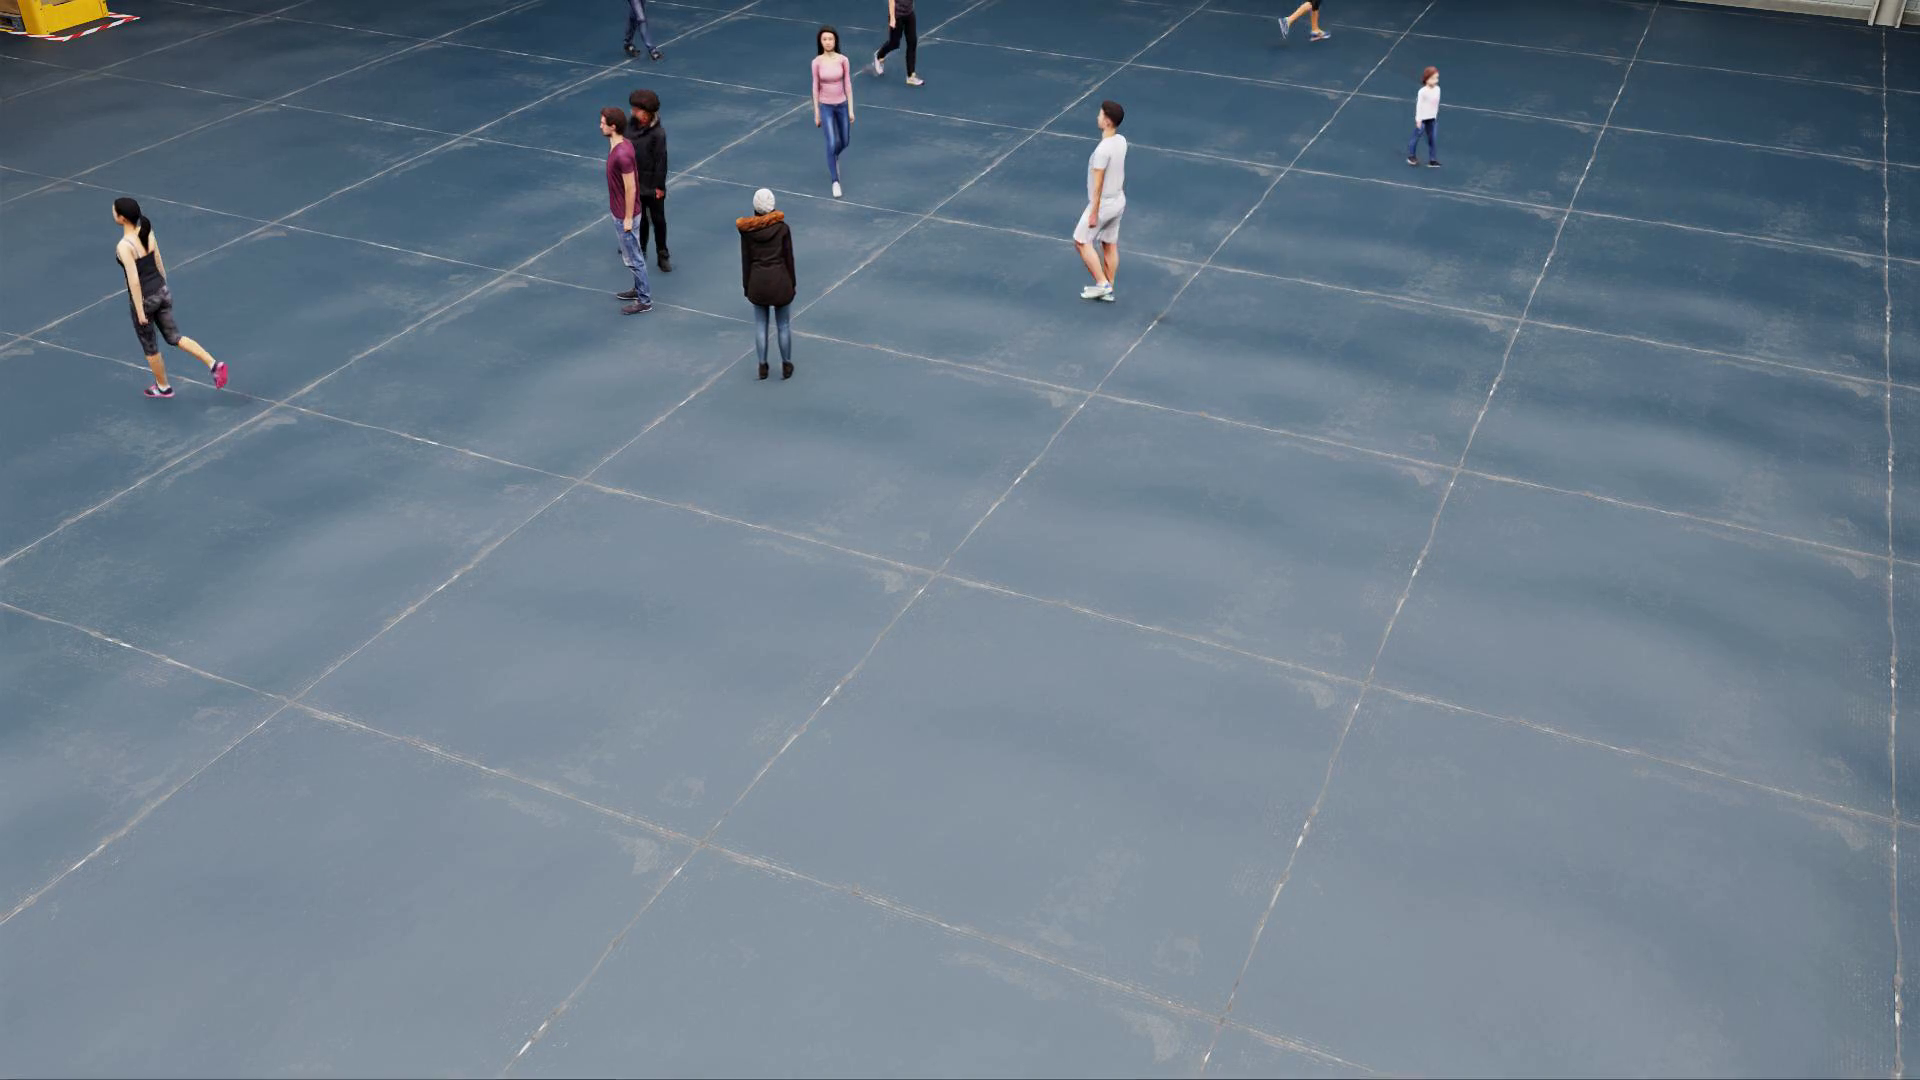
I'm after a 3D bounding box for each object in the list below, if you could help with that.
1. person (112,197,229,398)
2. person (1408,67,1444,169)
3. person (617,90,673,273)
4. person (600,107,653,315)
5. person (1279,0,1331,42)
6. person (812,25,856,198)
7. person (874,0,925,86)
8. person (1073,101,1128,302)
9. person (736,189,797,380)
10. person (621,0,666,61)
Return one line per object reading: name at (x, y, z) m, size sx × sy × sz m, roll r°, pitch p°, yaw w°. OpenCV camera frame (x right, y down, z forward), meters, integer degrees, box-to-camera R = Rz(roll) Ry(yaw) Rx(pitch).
person at (-6.368, -1.894, 13.293) m, size 1.043 × 1.705 × 0.718 m, roll 6°, pitch 33°, yaw 9°
person at (5.072, -4.650, 18.237) m, size 0.700 × 1.091 × 0.773 m, roll -12°, pitch 34°, yaw -19°
person at (-2.984, -3.402, 15.646) m, size 0.484 × 1.745 × 0.912 m, roll 20°, pitch 38°, yaw 29°
person at (-2.973, -2.946, 14.824) m, size 0.762 × 1.851 × 0.732 m, roll -8°, pitch 33°, yaw -12°
person at (4.648, -7.529, 22.094) m, size 1.134 × 1.846 × 1.077 m, roll -12°, pitch 34°, yaw -18°
person at (-1.327, -4.546, 17.478) m, size 0.994 × 1.726 × 0.990 m, roll -6°, pitch 33°, yaw -10°
person at (-0.784, -6.536, 20.618) m, size 1.109 × 1.741 × 0.855 m, roll 26°, pitch 41°, yaw 35°
person at (1.380, -2.993, 14.900) m, size 0.664 × 1.850 × 0.730 m, roll 18°, pitch 36°, yaw 26°
person at (-1.562, -2.108, 13.699) m, size 0.670 × 1.634 × 0.771 m, roll 1°, pitch 32°, yaw 1°
person at (-4.259, -7.165, 21.542) m, size 1.243 × 1.819 × 0.873 m, roll 25°, pitch 40°, yaw 33°
